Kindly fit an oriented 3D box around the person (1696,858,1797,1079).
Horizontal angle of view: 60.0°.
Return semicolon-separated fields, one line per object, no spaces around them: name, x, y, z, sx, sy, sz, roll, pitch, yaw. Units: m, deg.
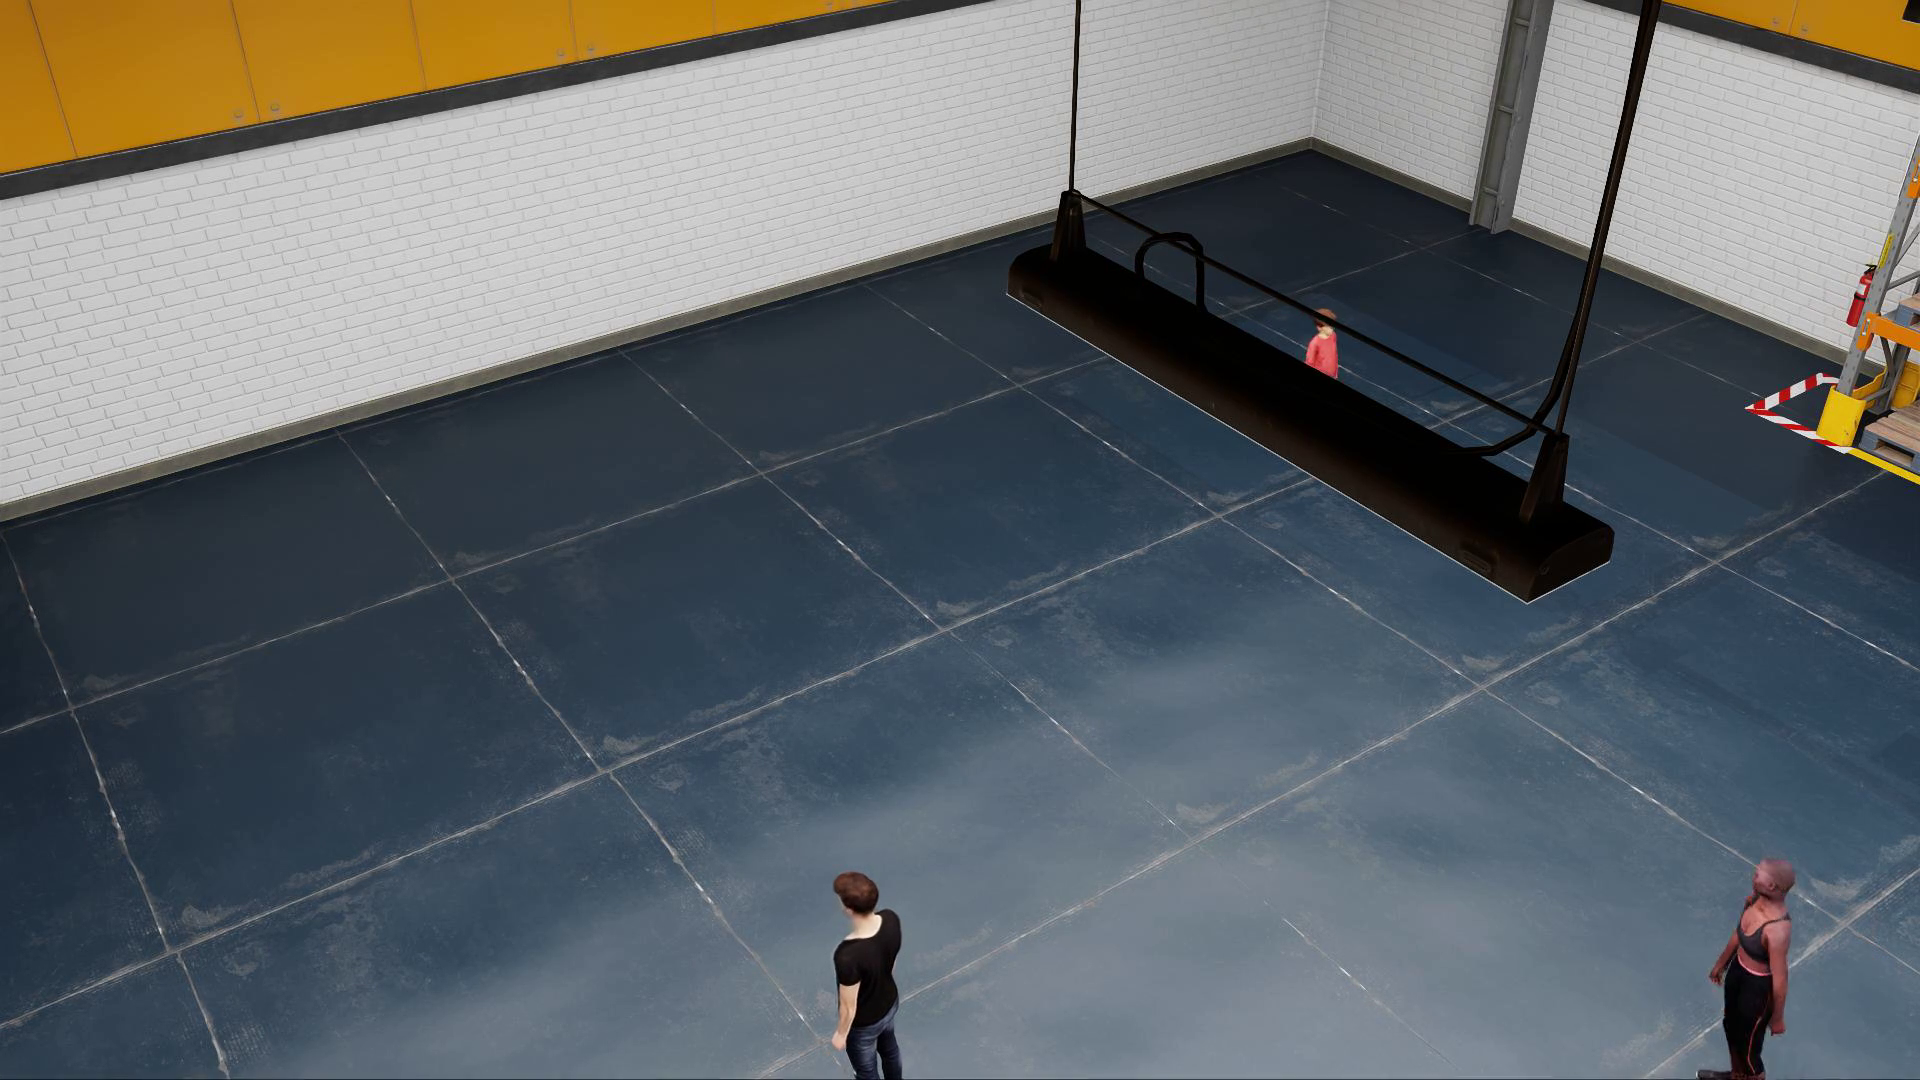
person;4.479;2.517;9.247;0.915;1.726;0.815;-6;34;-10

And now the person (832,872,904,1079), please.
person;-0.488;2.543;9.056;0.724;1.894;0.749;19;38;26

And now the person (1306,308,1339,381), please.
person;3.347;-1.548;15.660;0.610;1.397;0.874;-28;43;-35
